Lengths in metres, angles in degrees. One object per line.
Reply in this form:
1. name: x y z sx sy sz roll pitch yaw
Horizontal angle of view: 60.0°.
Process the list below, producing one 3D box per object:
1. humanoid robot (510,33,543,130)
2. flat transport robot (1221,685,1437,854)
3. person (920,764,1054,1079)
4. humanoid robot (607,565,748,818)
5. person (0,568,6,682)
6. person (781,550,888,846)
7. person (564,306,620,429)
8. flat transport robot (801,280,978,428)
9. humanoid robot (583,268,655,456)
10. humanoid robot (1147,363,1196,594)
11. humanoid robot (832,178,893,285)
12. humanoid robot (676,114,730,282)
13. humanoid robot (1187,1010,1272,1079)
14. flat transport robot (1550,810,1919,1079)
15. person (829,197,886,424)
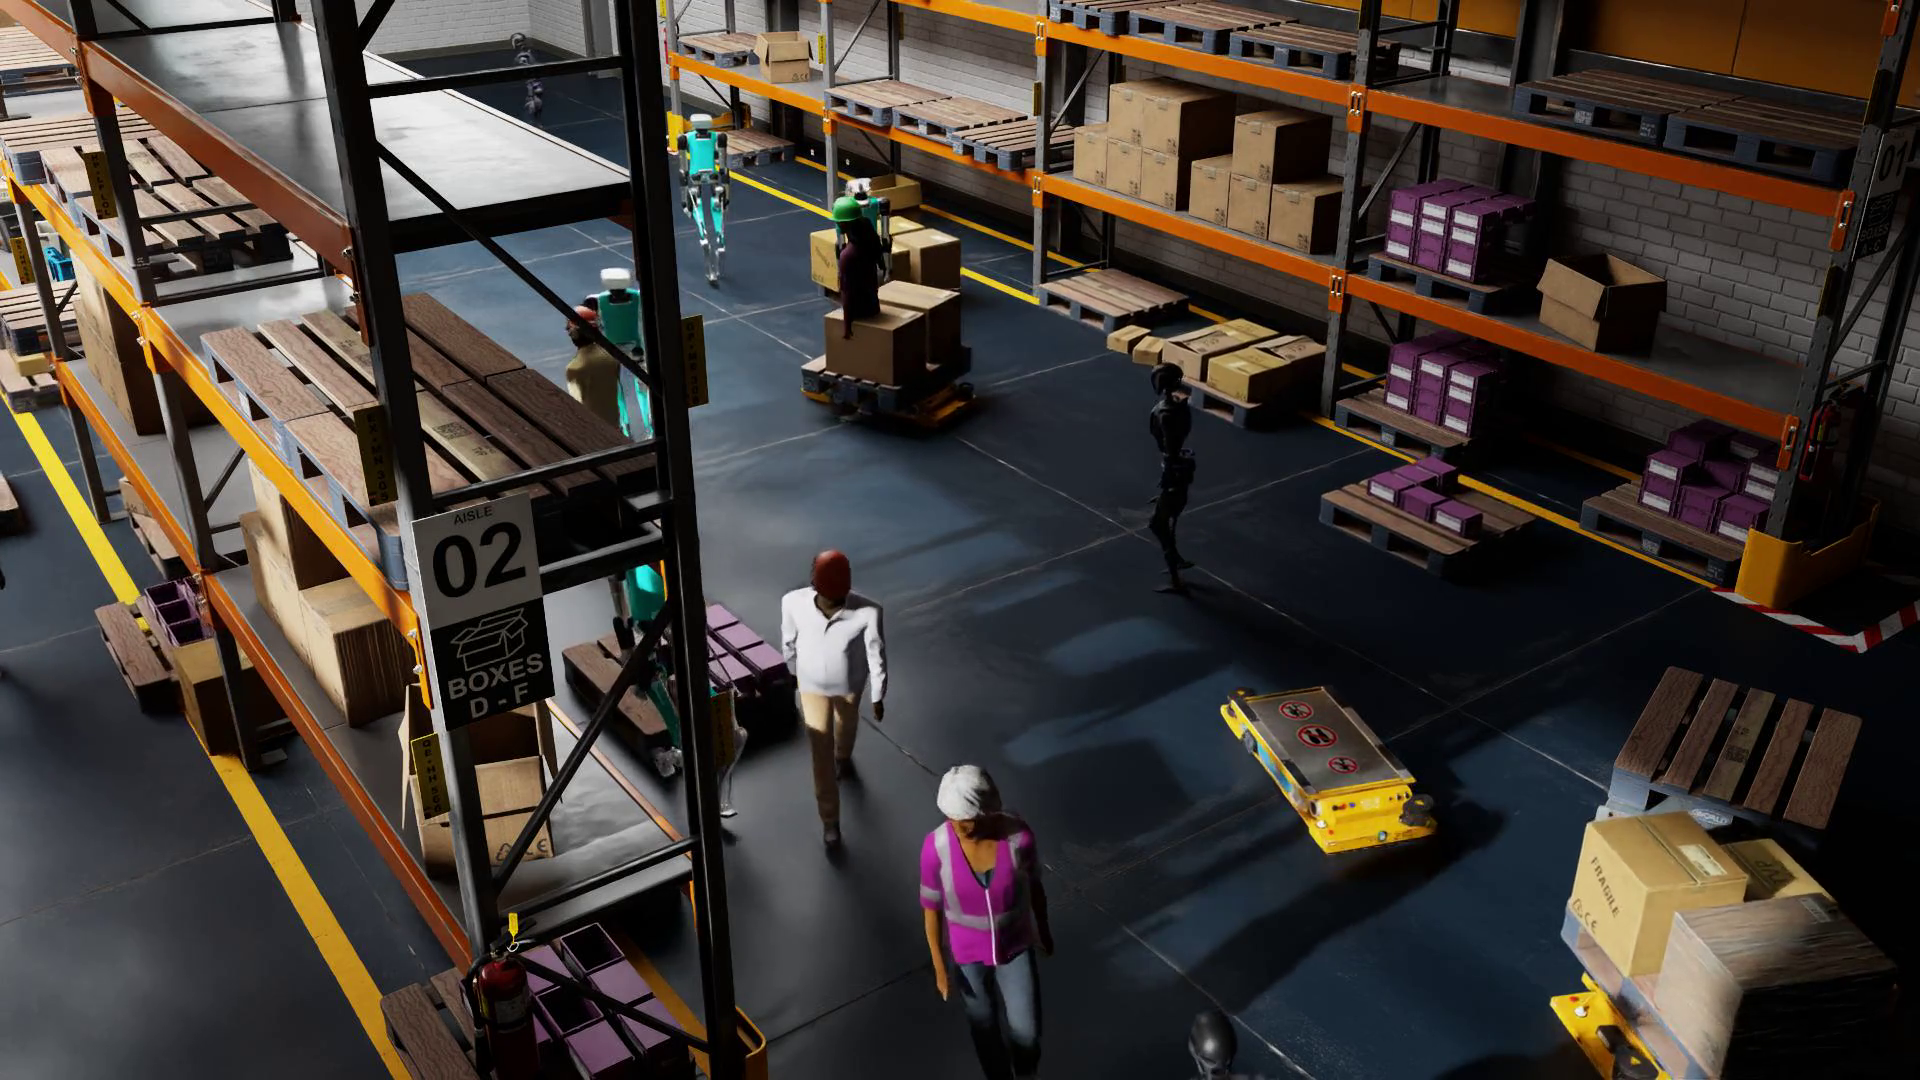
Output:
1. humanoid robot: -5.726 -5.957 22.276 0.407 1.647 0.616 -8 28 -15
2. flat transport robot: 2.074 1.254 9.492 0.659 0.231 1.431 -7 28 -14
3. person: 0.129 1.692 6.892 0.583 1.818 0.415 -4 27 -9
4. humanoid robot: -1.458 0.731 8.922 0.542 1.735 1.019 -20 33 -34
5. person: -6.039 0.182 9.861 0.644 1.852 0.975 -16 31 -28
6. person: -0.669 0.739 8.953 0.566 1.668 0.971 -1 27 -2
7. person: -2.601 -0.841 12.057 0.526 1.711 0.577 8 28 16
8. flat transport robot: -0.624 -1.302 14.576 1.431 0.231 0.659 15 31 28
9. humanoid robot: -2.461 -1.073 12.529 0.532 1.815 0.916 -9 28 -17
10. humanoid robot: 1.429 -0.400 11.226 0.366 1.642 0.613 5 27 10
11. humanoid robot: -0.928 -2.558 15.484 0.554 1.751 1.084 -6 27 -12
12. humanoid robot: -2.608 -3.489 17.301 0.543 1.771 0.907 -10 28 -18
13. humanoid robot: 0.860 2.332 5.821 0.613 1.630 0.688 -7 27 -13
14. flat transport robot: 3.528 2.204 7.603 1.431 0.231 0.659 -5 27 -10
15. person: -0.860 -1.916 13.954 0.450 1.934 0.488 12 29 23
